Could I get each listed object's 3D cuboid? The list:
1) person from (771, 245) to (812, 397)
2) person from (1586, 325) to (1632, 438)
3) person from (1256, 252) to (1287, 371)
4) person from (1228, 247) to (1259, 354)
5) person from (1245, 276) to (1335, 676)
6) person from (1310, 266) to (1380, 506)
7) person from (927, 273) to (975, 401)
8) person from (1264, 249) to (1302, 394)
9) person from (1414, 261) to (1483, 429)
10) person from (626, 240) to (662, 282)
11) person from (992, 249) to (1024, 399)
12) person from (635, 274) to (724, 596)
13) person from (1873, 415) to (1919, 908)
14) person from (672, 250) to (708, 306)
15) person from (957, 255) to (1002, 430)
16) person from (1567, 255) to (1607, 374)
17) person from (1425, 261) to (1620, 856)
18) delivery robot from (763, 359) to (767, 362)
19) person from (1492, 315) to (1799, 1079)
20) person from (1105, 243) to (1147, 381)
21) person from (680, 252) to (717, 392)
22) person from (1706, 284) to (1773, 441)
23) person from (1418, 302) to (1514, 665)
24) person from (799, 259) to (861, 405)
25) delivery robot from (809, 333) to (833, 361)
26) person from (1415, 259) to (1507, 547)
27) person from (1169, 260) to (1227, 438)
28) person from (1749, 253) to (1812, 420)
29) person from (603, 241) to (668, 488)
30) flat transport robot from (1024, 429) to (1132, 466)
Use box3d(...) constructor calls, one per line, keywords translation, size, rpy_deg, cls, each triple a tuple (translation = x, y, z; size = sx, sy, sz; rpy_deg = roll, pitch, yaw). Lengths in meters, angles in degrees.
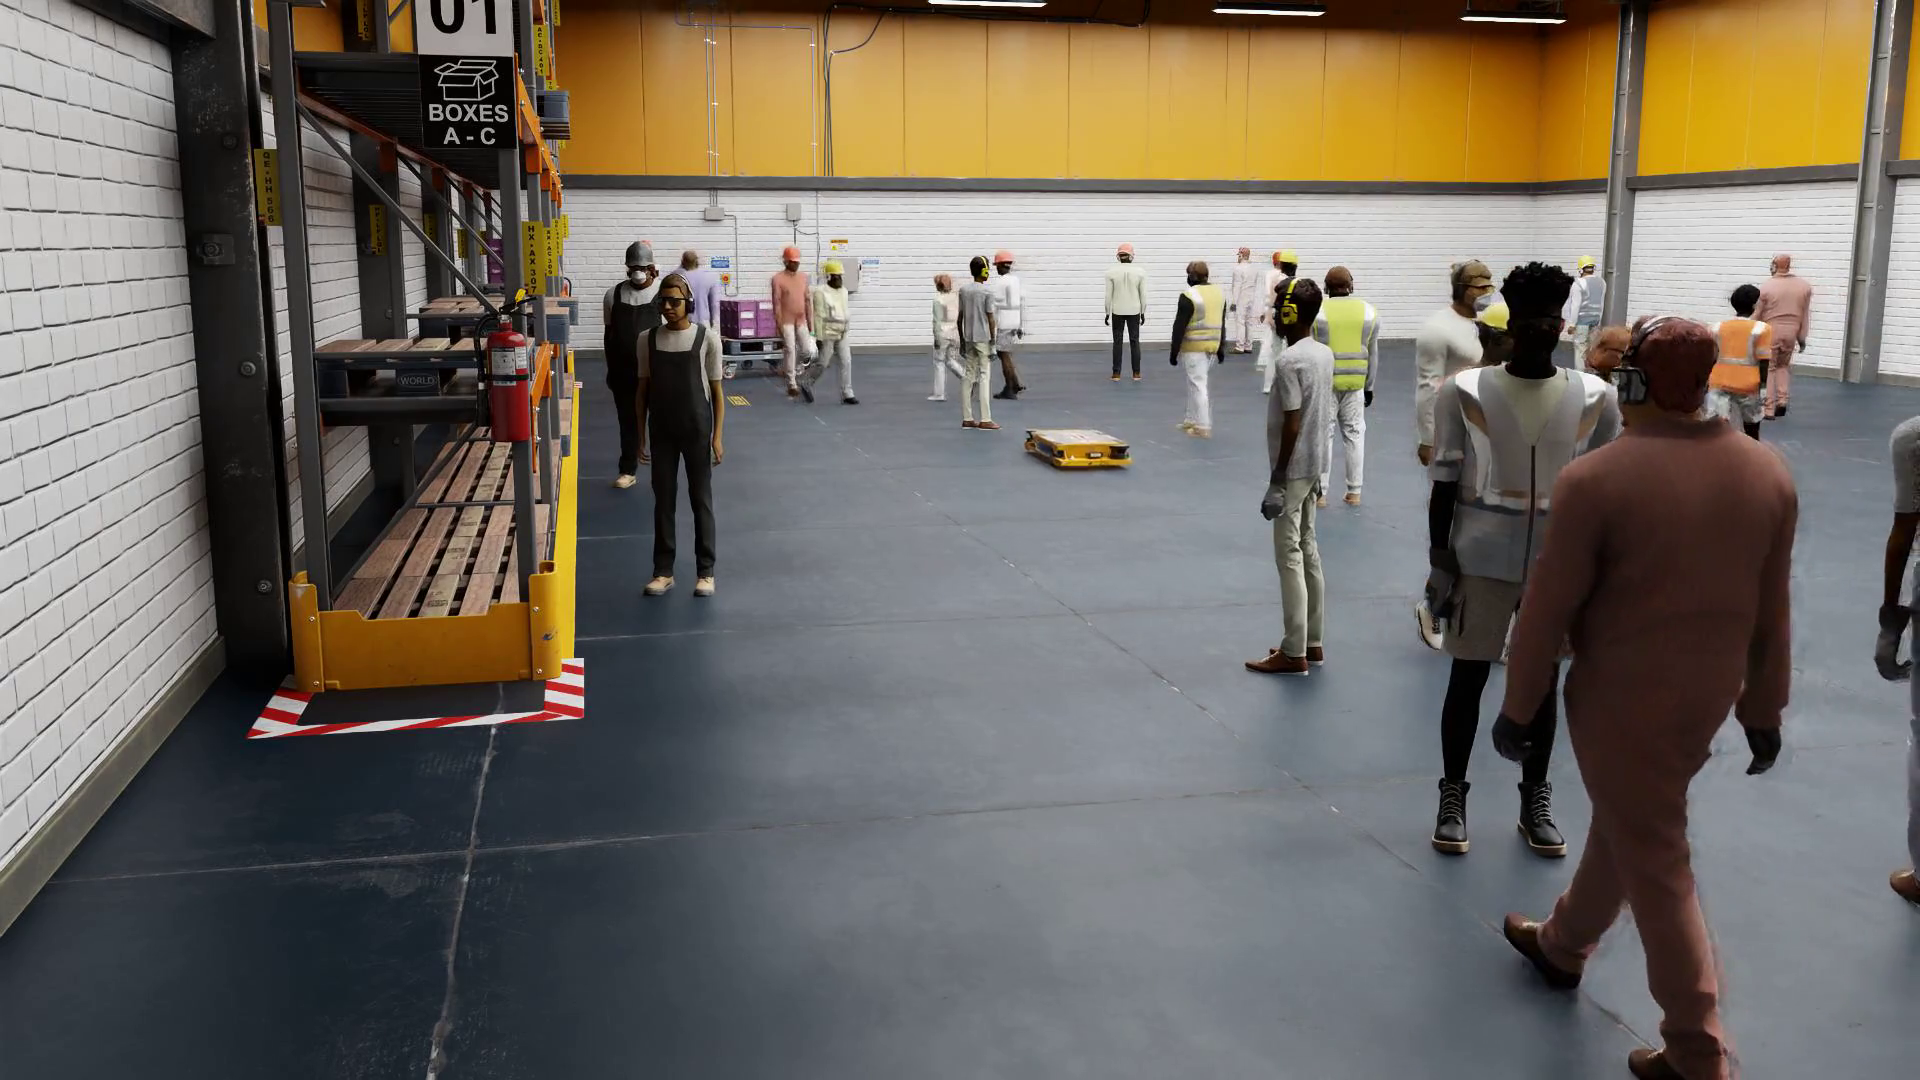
box3d(translation=(-2.202, -2.854, 21.732), size=(0.566, 1.968, 0.641), rpy_deg=(10, 14, 44), cls="person")
box3d(translation=(3.181, -0.284, 8.430), size=(0.528, 1.613, 0.456), rpy_deg=(-3, 11, -18), cls="person")
box3d(translation=(5.038, -3.564, 26.013), size=(0.968, 1.836, 0.583), rpy_deg=(-4, 11, -19), cls="person")
box3d(translation=(5.061, -4.286, 29.829), size=(0.410, 1.908, 0.642), rpy_deg=(9, 14, 42), cls="person")
box3d(translation=(1.562, -0.296, 7.820), size=(0.313, 1.869, 0.538), rpy_deg=(7, 12, 33), cls="person")
box3d(translation=(2.883, -1.174, 12.773), size=(0.625, 1.840, 0.430), rpy_deg=(-1, 10, -6), cls="person")
box3d(translation=(-0.130, -2.548, 20.980), size=(0.536, 1.622, 0.527), rpy_deg=(7, 13, 36), cls="person")
box3d(translation=(4.375, -2.868, 21.961), size=(0.750, 1.900, 0.620), rpy_deg=(0, 10, -3), cls="person")
box3d(translation=(5.032, -1.935, 17.076), size=(0.872, 1.812, 0.571), rpy_deg=(6, 12, 31), cls="person")
box3d(translation=(-5.223, -3.950, 27.640), size=(0.611, 2.030, 0.410), rpy_deg=(-7, 12, -34), cls="person")
box3d(translation=(0.570, -2.757, 21.346), size=(0.418, 1.917, 0.553), rpy_deg=(6, 12, 30), cls="person")
box3d(translation=(-1.608, -0.593, 9.530), size=(0.513, 1.845, 0.336), rpy_deg=(1, 10, 5), cls="person")
box3d(translation=(2.993, 0.248, 4.877), size=(0.548, 1.844, 0.529), rpy_deg=(1, 10, 7), cls="person")
box3d(translation=(-4.140, -3.531, 25.727), size=(0.652, 1.885, 0.612), rpy_deg=(10, 14, 44), cls="person")
box3d(translation=(0.196, -2.118, 17.912), size=(0.513, 1.872, 0.331), rpy_deg=(9, 13, 40), cls="person")
box3d(translation=(8.686, -3.036, 23.136), size=(0.592, 1.822, 0.404), rpy_deg=(-5, 11, -26), cls="person")
box3d(translation=(1.846, 0.072, 5.510), size=(0.603, 1.966, 0.368), rpy_deg=(1, 10, 6), cls="person")
box3d(translation=(-3.102, -3.028, 26.340), size=(0.707, 0.478, 0.477), rpy_deg=(0, 10, -2), cls="delivery robot")
box3d(translation=(1.669, 0.376, 4.135), size=(0.668, 1.851, 0.989), rpy_deg=(-3, 11, -18), cls="person")
box3d(translation=(2.400, -3.302, 24.143), size=(0.610, 1.989, 0.391), rpy_deg=(0, 10, 1), cls="person")
box3d(translation=(-3.591, -2.950, 22.527), size=(0.642, 1.889, 1.038), rpy_deg=(-3, 11, -16), cls="person")
box3d(translation=(6.447, -1.262, 13.711), size=(0.794, 1.660, 0.557), rpy_deg=(-9, 14, -42), cls="person")
box3d(translation=(2.550, -0.270, 8.014), size=(0.549, 1.745, 0.452), rpy_deg=(-5, 11, -27), cls="person")
box3d(translation=(-1.632, -2.572, 20.632), size=(0.838, 1.806, 0.602), rpy_deg=(8, 13, 37), cls="person")
box3d(translation=(-2.369, -3.053, 26.482), size=(0.707, 0.478, 0.477), rpy_deg=(-7, 12, -33), cls="delivery robot")
box3d(translation=(2.839, -0.595, 9.306), size=(0.649, 1.930, 0.464), rpy_deg=(-8, 13, -39), cls="person")
box3d(translation=(2.393, -1.988, 17.324), size=(0.659, 1.819, 0.703), rpy_deg=(-9, 14, -41), cls="person")
box3d(translation=(9.262, -2.307, 18.909), size=(0.669, 1.887, 0.446), rpy_deg=(0, 10, -2), cls="person")
box3d(translation=(-2.610, -1.430, 13.628), size=(0.681, 2.000, 0.535), rpy_deg=(1, 10, 7), cls="person")
box3d(translation=(1.074, -0.864, 15.396), size=(0.652, 0.197, 1.431), rpy_deg=(-2, 10, -11), cls="flat transport robot")
